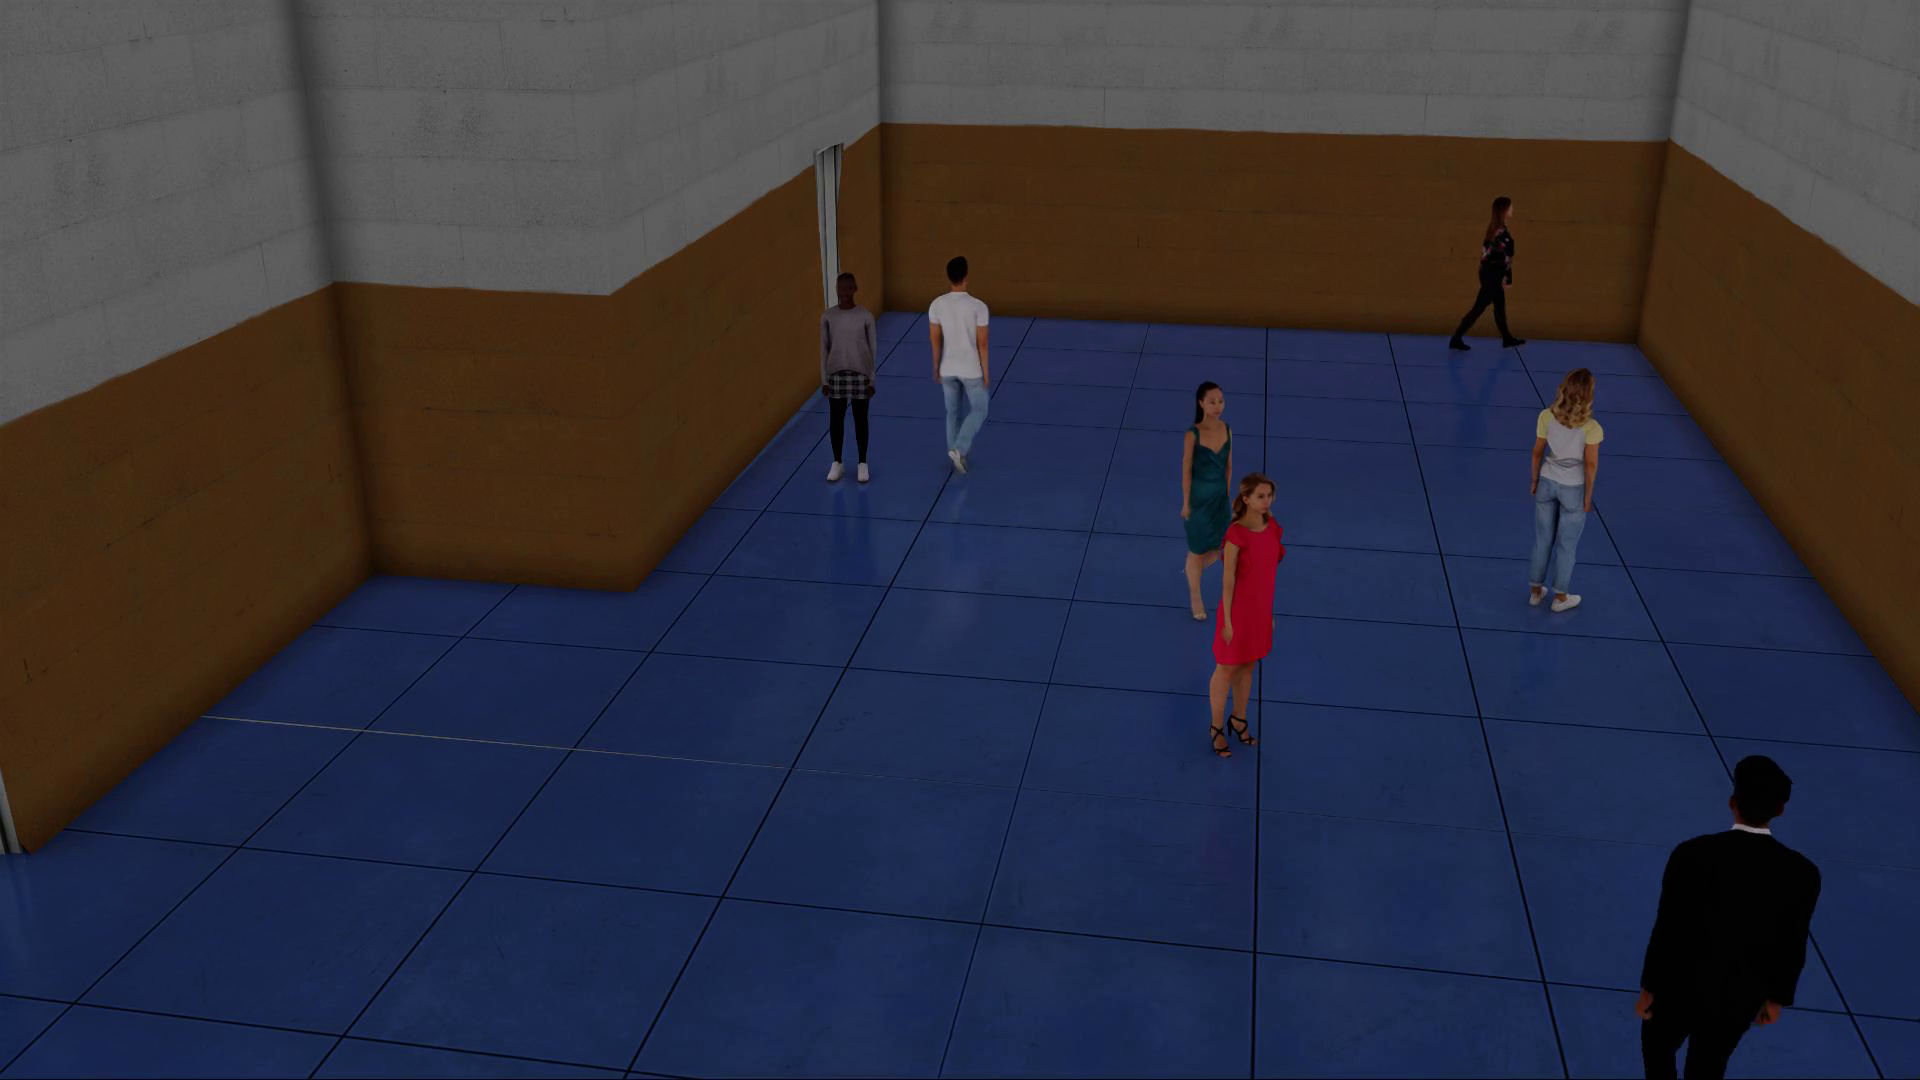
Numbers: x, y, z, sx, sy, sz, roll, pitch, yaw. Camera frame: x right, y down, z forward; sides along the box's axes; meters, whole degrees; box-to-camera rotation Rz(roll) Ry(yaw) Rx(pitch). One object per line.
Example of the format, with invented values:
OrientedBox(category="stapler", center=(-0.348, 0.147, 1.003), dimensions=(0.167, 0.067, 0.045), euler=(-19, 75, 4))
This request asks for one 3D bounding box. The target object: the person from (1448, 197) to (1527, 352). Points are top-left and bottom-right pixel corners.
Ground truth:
OrientedBox(category="person", center=(5.545, -2.760, 17.580), dimensions=(1.144, 1.636, 0.763), euler=(-1, 22, -2))

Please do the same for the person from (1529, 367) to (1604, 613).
OrientedBox(category="person", center=(4.143, -0.347, 11.437), dimensions=(0.765, 1.722, 0.666), euler=(-20, 30, -41))

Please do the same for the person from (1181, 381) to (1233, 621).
OrientedBox(category="person", center=(1.633, -0.273, 11.338), dimensions=(0.740, 1.674, 0.778), euler=(-8, 23, -19))

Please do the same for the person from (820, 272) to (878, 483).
OrientedBox(category="person", center=(-0.926, -1.365, 13.926), dimensions=(0.497, 1.772, 0.701), euler=(1, 22, 3))

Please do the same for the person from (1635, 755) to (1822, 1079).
OrientedBox(category="person", center=(2.800, 1.709, 6.153), dimensions=(0.566, 1.864, 0.765), euler=(3, 22, 8))

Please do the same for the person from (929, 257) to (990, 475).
OrientedBox(category="person", center=(-0.004, -1.424, 13.968), dimensions=(0.905, 1.850, 0.850), euler=(9, 23, 20))

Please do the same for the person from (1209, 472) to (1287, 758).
OrientedBox(category="person", center=(1.632, 0.414, 9.558), dimensions=(0.659, 1.728, 0.717), euler=(-15, 26, -33))
